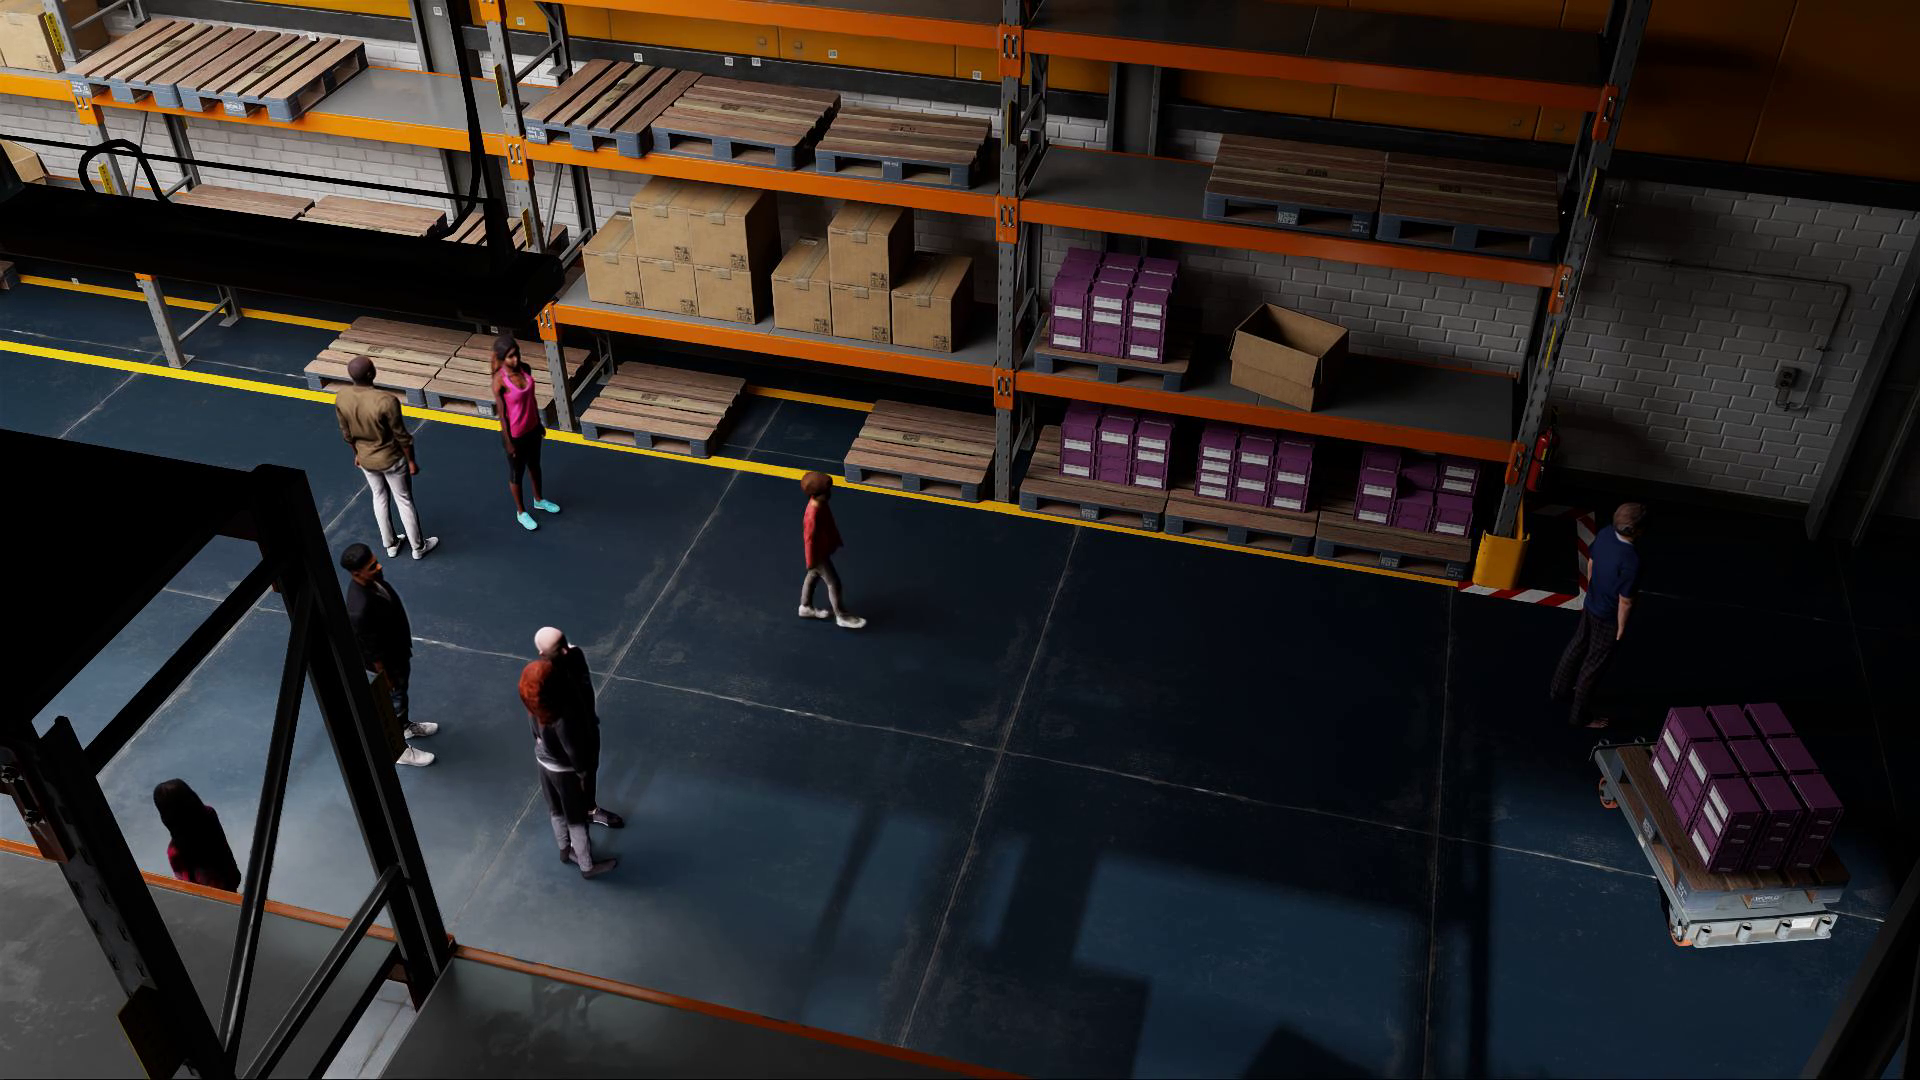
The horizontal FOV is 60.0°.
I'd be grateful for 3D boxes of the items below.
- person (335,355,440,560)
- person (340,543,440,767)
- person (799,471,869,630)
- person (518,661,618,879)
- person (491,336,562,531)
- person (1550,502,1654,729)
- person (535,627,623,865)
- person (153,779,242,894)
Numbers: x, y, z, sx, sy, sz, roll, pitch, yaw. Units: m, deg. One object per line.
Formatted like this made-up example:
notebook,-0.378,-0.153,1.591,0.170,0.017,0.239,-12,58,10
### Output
person,-4.483,-0.633,12.931,0.501,1.825,0.766,9,39,11
person,-3.886,0.748,11.212,0.744,1.813,0.778,-5,39,-6
person,-1.114,0.064,12.401,0.816,1.398,0.618,1,39,1
person,-2.488,1.425,10.390,0.598,1.780,0.712,31,48,33
person,-3.525,-0.892,13.338,0.652,1.722,0.636,24,45,27
person,4.454,0.494,11.483,0.706,1.872,0.736,-7,39,-9
person,-2.495,1.254,10.559,0.628,1.837,0.710,16,41,19
person,-4.268,2.043,9.737,1.040,1.629,0.758,0,39,0
